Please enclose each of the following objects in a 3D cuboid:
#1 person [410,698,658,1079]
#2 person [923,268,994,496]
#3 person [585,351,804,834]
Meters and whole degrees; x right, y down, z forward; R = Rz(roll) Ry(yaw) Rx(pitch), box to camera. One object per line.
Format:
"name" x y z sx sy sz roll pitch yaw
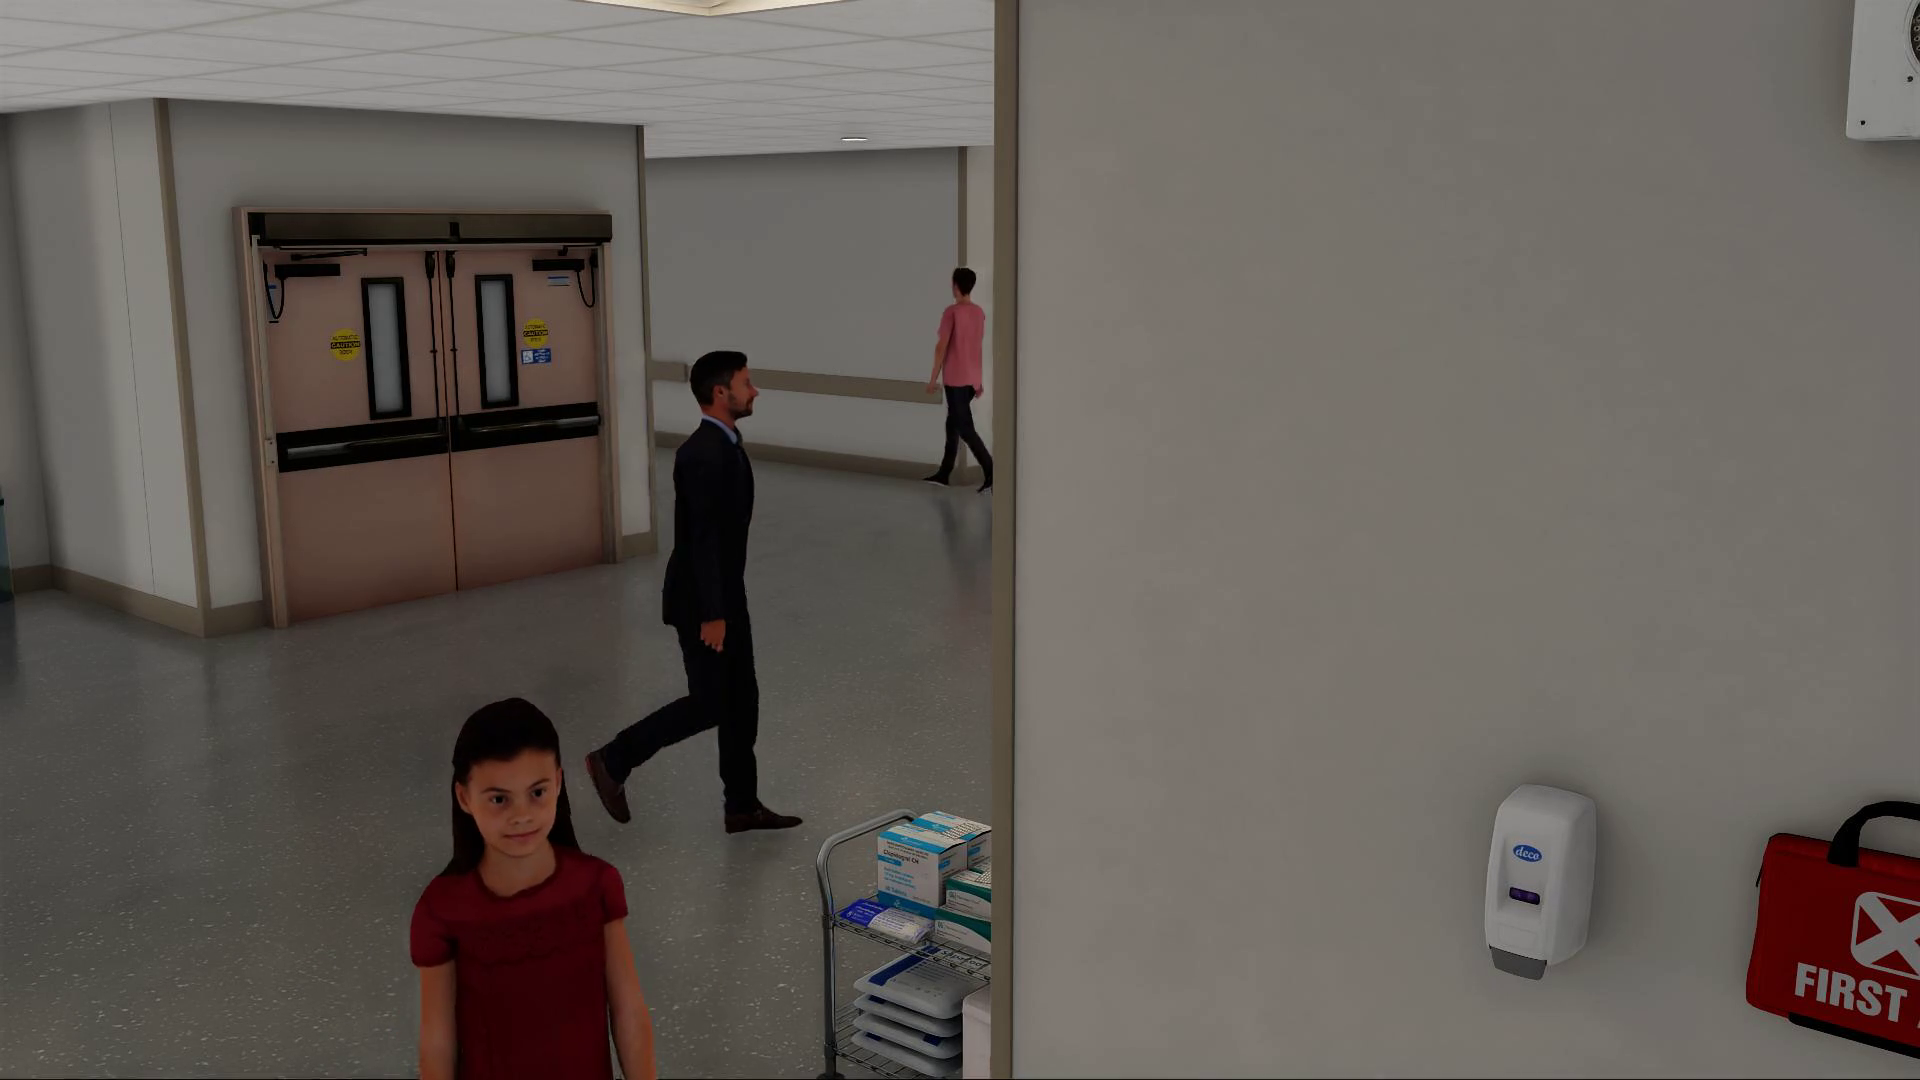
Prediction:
"person" -0.759 1.021 2.958 1.039 1.518 0.795 -7 13 -32
"person" 0.070 -1.328 14.250 0.696 1.924 1.146 8 14 37
"person" -1.008 0.241 6.200 1.085 1.843 1.064 0 11 -1
